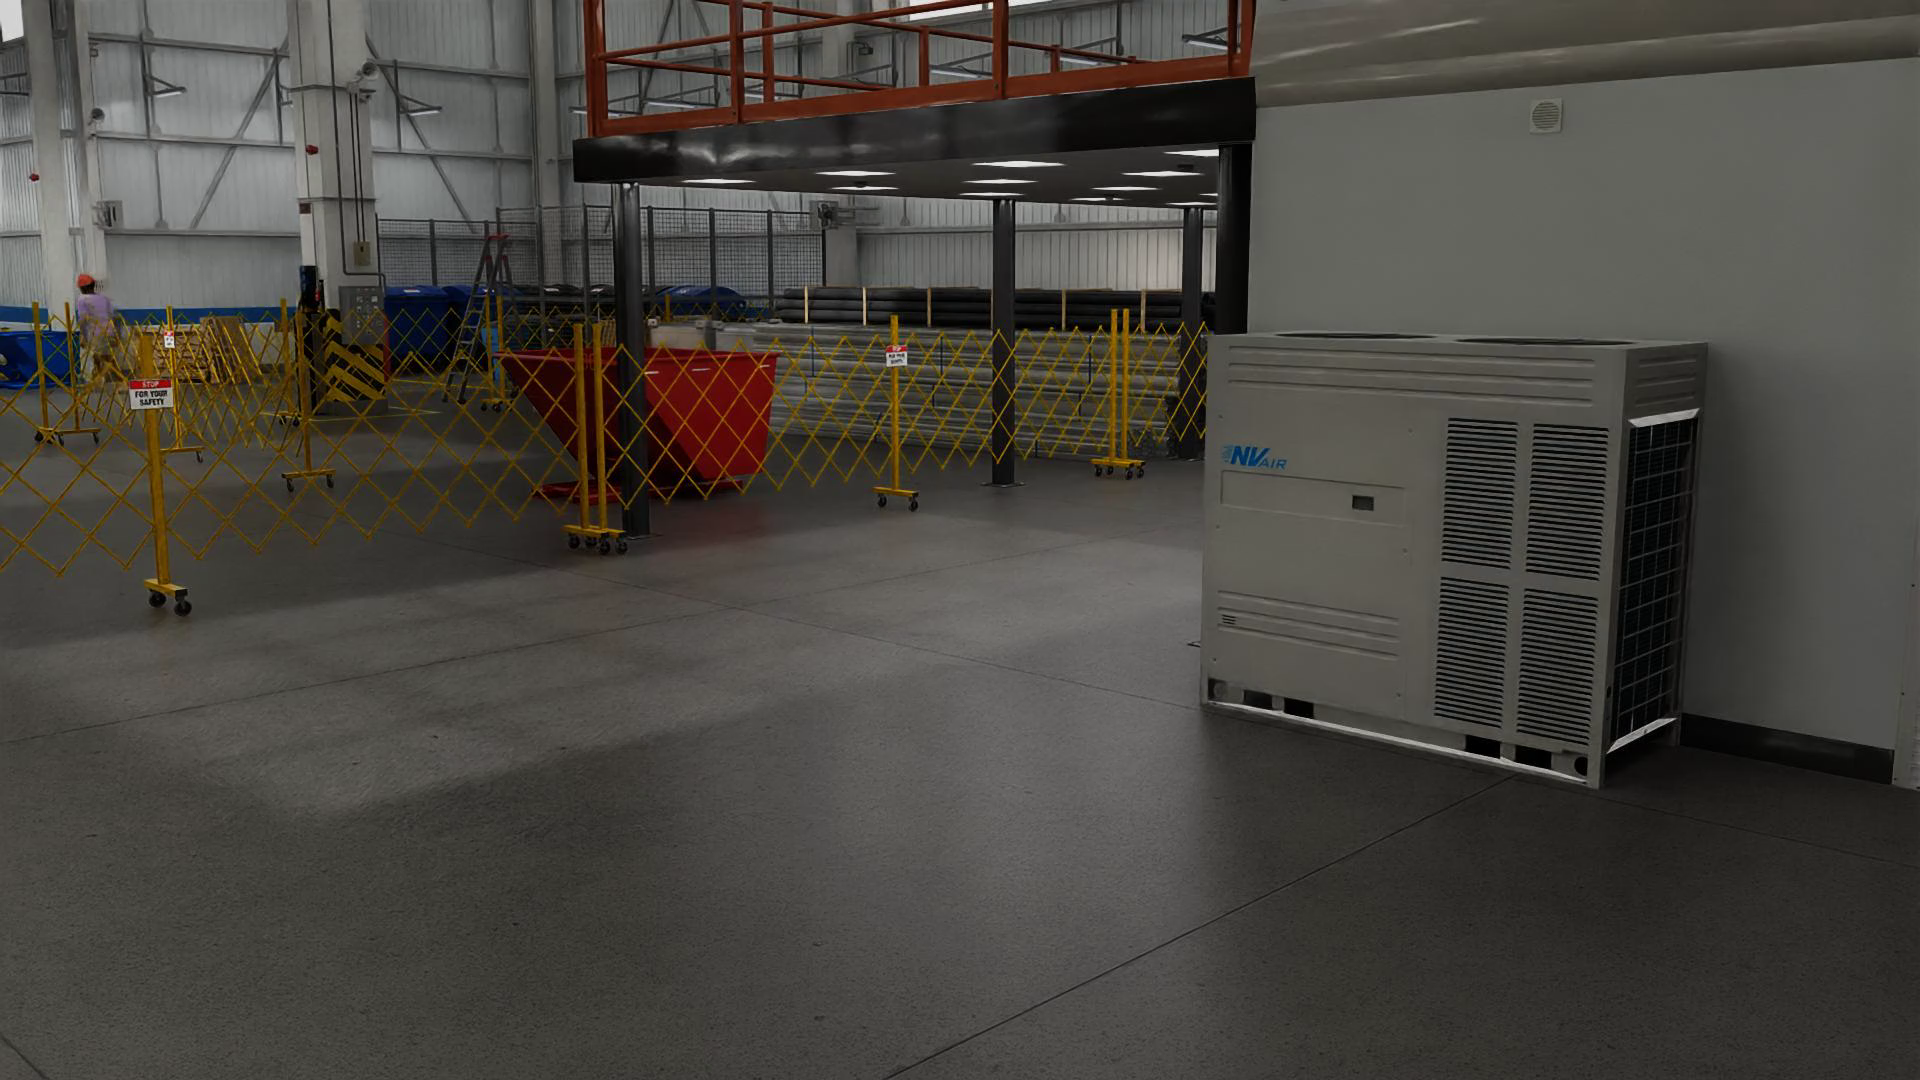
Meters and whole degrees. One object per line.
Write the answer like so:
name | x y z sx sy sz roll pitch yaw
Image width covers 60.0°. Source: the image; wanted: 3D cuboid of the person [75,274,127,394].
person | -14.260 -3.398 27.542 0.988 1.990 0.618 2 9 12
